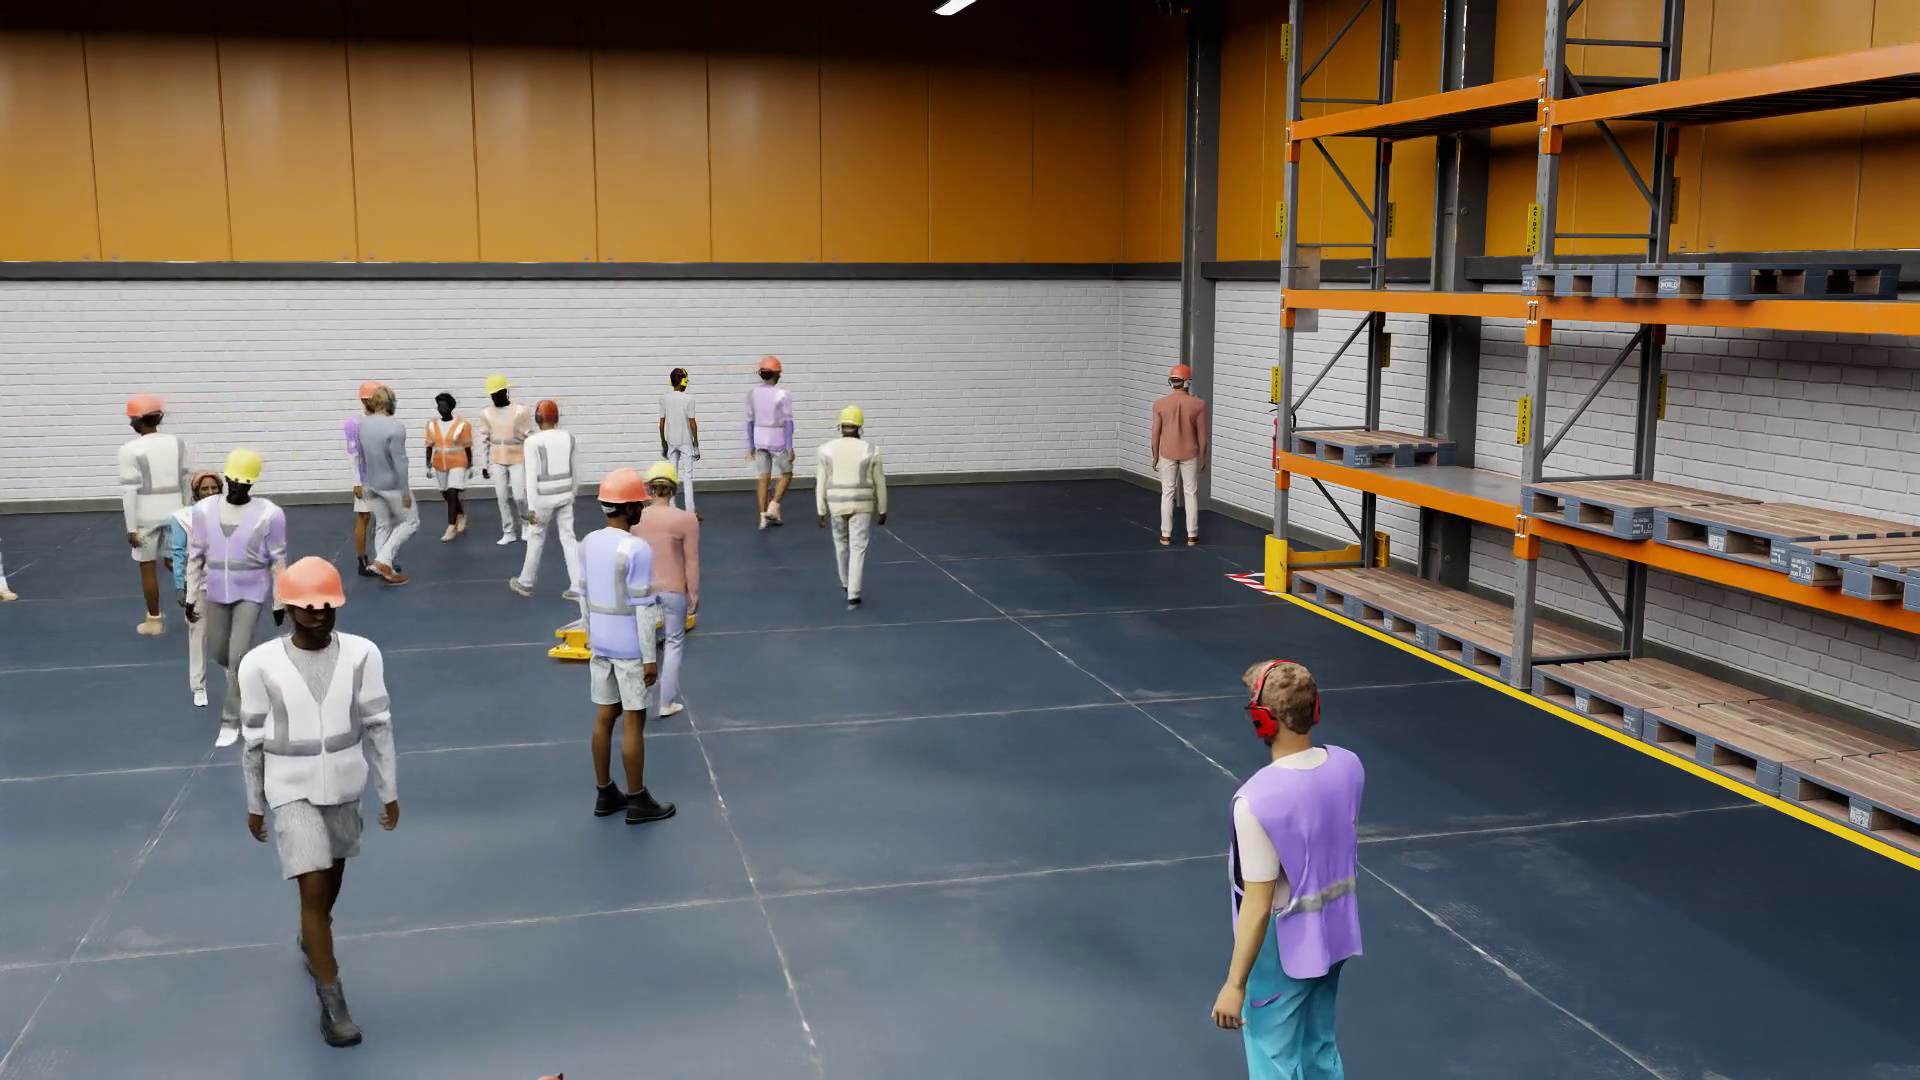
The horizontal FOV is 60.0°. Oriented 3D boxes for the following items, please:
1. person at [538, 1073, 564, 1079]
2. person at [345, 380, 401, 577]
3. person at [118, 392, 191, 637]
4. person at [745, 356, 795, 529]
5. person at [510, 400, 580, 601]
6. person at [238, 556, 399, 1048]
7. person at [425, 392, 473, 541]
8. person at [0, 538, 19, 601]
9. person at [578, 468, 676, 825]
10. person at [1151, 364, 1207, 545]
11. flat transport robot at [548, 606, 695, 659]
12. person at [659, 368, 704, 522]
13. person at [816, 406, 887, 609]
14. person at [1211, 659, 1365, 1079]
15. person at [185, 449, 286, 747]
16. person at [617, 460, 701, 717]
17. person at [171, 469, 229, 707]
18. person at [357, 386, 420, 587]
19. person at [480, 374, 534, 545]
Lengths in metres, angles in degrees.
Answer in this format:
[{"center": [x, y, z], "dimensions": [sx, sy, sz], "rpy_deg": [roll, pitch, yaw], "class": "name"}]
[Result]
[{"center": [-0.493, 1.675, 2.391], "dimensions": [0.617, 1.869, 0.446], "rpy_deg": [-8, 12, -40], "class": "person"}, {"center": [-5.794, -0.614, 16.473], "dimensions": [0.372, 1.939, 0.544], "rpy_deg": [5, 10, 29], "class": "person"}, {"center": [-6.508, -0.188, 13.536], "dimensions": [0.671, 2.032, 0.621], "rpy_deg": [5, 11, 31], "class": "person"}, {"center": [-2.191, -1.132, 19.432], "dimensions": [0.646, 2.024, 0.442], "rpy_deg": [4, 10, 23], "class": "person"}, {"center": [-3.786, -0.365, 15.241], "dimensions": [0.894, 1.836, 0.605], "rpy_deg": [8, 12, 41], "class": "person"}, {"center": [-2.602, 0.975, 6.738], "dimensions": [0.559, 1.894, 0.991], "rpy_deg": [-6, 11, -35], "class": "person"}, {"center": [-5.748, -0.852, 18.825], "dimensions": [0.538, 1.664, 0.798], "rpy_deg": [1, 9, 8], "class": "person"}, {"center": [-9.108, -0.338, 15.168], "dimensions": [0.907, 1.809, 0.636], "rpy_deg": [3, 10, 20], "class": "person"}, {"center": [-1.828, 0.572, 9.070], "dimensions": [0.547, 1.938, 0.377], "rpy_deg": [7, 12, 39], "class": "person"}, {"center": [2.409, -0.931, 18.286], "dimensions": [0.613, 1.991, 0.391], "rpy_deg": [2, 9, 12], "class": "person"}, {"center": [-2.694, 0.717, 13.353], "dimensions": [0.652, 0.197, 1.431], "rpy_deg": [2, 9, 12], "class": "flat transport robot"}, {"center": [-3.346, -1.123, 19.887], "dimensions": [0.520, 1.865, 0.328], "rpy_deg": [3, 10, 19], "class": "person"}, {"center": [-0.954, -0.315, 15.057], "dimensions": [0.619, 1.789, 0.897], "rpy_deg": [2, 9, 9], "class": "person"}, {"center": [1.000, 1.270, 5.024], "dimensions": [0.563, 1.837, 0.388], "rpy_deg": [-9, 13, -44], "class": "person"}, {"center": [-4.640, 0.331, 10.765], "dimensions": [0.635, 1.890, 0.792], "rpy_deg": [0, 9, 3], "class": "person"}, {"center": [-2.009, 0.356, 11.054], "dimensions": [0.551, 1.733, 0.686], "rpy_deg": [1, 9, 6], "class": "person"}, {"center": [-5.188, 0.323, 11.555], "dimensions": [0.522, 1.640, 0.306], "rpy_deg": [-9, 12, -43], "class": "person"}, {"center": [-5.408, -0.491, 15.738], "dimensions": [0.660, 1.926, 0.452], "rpy_deg": [6, 11, 35], "class": "person"}, {"center": [-4.963, -0.875, 18.256], "dimensions": [0.619, 1.894, 0.523], "rpy_deg": [2, 9, 12], "class": "person"}]
